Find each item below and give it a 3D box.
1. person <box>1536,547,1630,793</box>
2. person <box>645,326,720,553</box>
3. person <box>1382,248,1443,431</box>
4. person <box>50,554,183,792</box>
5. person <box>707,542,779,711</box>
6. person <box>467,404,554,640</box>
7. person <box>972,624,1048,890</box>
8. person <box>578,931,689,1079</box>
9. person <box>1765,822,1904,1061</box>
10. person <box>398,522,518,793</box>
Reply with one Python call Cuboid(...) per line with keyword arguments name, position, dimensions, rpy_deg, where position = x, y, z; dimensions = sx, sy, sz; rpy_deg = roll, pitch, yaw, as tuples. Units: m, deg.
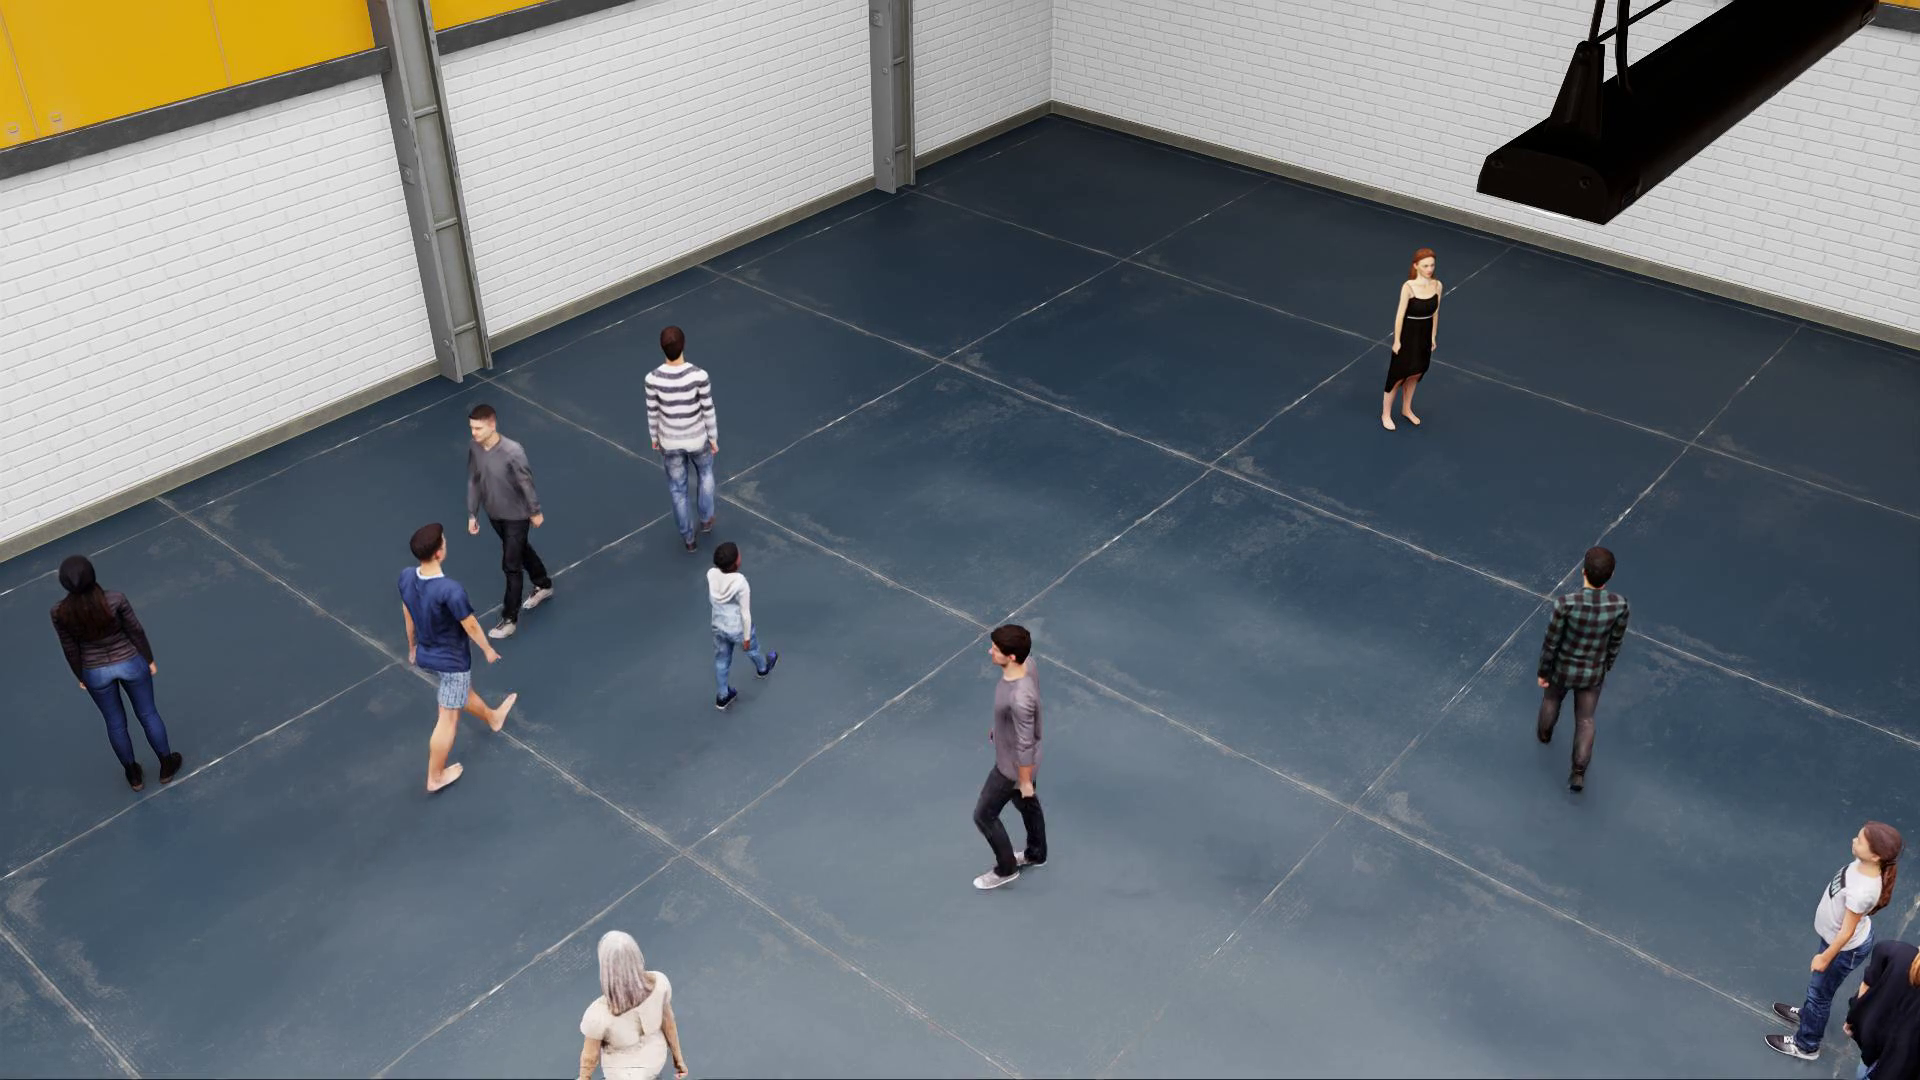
Cuboid(name="person", position=(3.938, 0.835, 10.560), dimensions=(0.997, 1.693, 1.149), rpy_deg=(6, 34, 10))
Cuboid(name="person", position=(-2.086, -0.712, 12.565), dimensions=(0.845, 1.839, 0.907), rpy_deg=(-4, 34, -6))
Cuboid(name="person", position=(3.898, -1.744, 14.312), dimensions=(0.649, 1.625, 0.728), rpy_deg=(-10, 35, -15))
Cuboid(name="person", position=(-5.261, 0.818, 10.350), dimensions=(0.667, 1.743, 0.772), rpy_deg=(-13, 36, -18))
Cuboid(name="person", position=(-1.567, 0.595, 11.147), dimensions=(0.642, 1.232, 0.875), rpy_deg=(12, 35, 17))
Cuboid(name="person", position=(-3.185, -0.230, 11.939), dimensions=(0.766, 1.729, 1.054), rpy_deg=(16, 37, 23))
Cuboid(name="person", position=(0.416, 1.244, 9.626), dimensions=(0.896, 1.836, 0.809), rpy_deg=(4, 34, 5))
Cuboid(name="person", position=(-1.440, 2.577, 7.763), dimensions=(0.775, 1.677, 1.137), rpy_deg=(28, 43, 36))
Cuboid(name="person", position=(4.579, 2.062, 8.641), dimensions=(0.620, 1.563, 0.499), rpy_deg=(19, 38, 26))
Cuboid(name="person", position=(-3.260, 0.782, 10.359), dimensions=(0.783, 1.792, 1.188), rpy_deg=(17, 37, 24))
